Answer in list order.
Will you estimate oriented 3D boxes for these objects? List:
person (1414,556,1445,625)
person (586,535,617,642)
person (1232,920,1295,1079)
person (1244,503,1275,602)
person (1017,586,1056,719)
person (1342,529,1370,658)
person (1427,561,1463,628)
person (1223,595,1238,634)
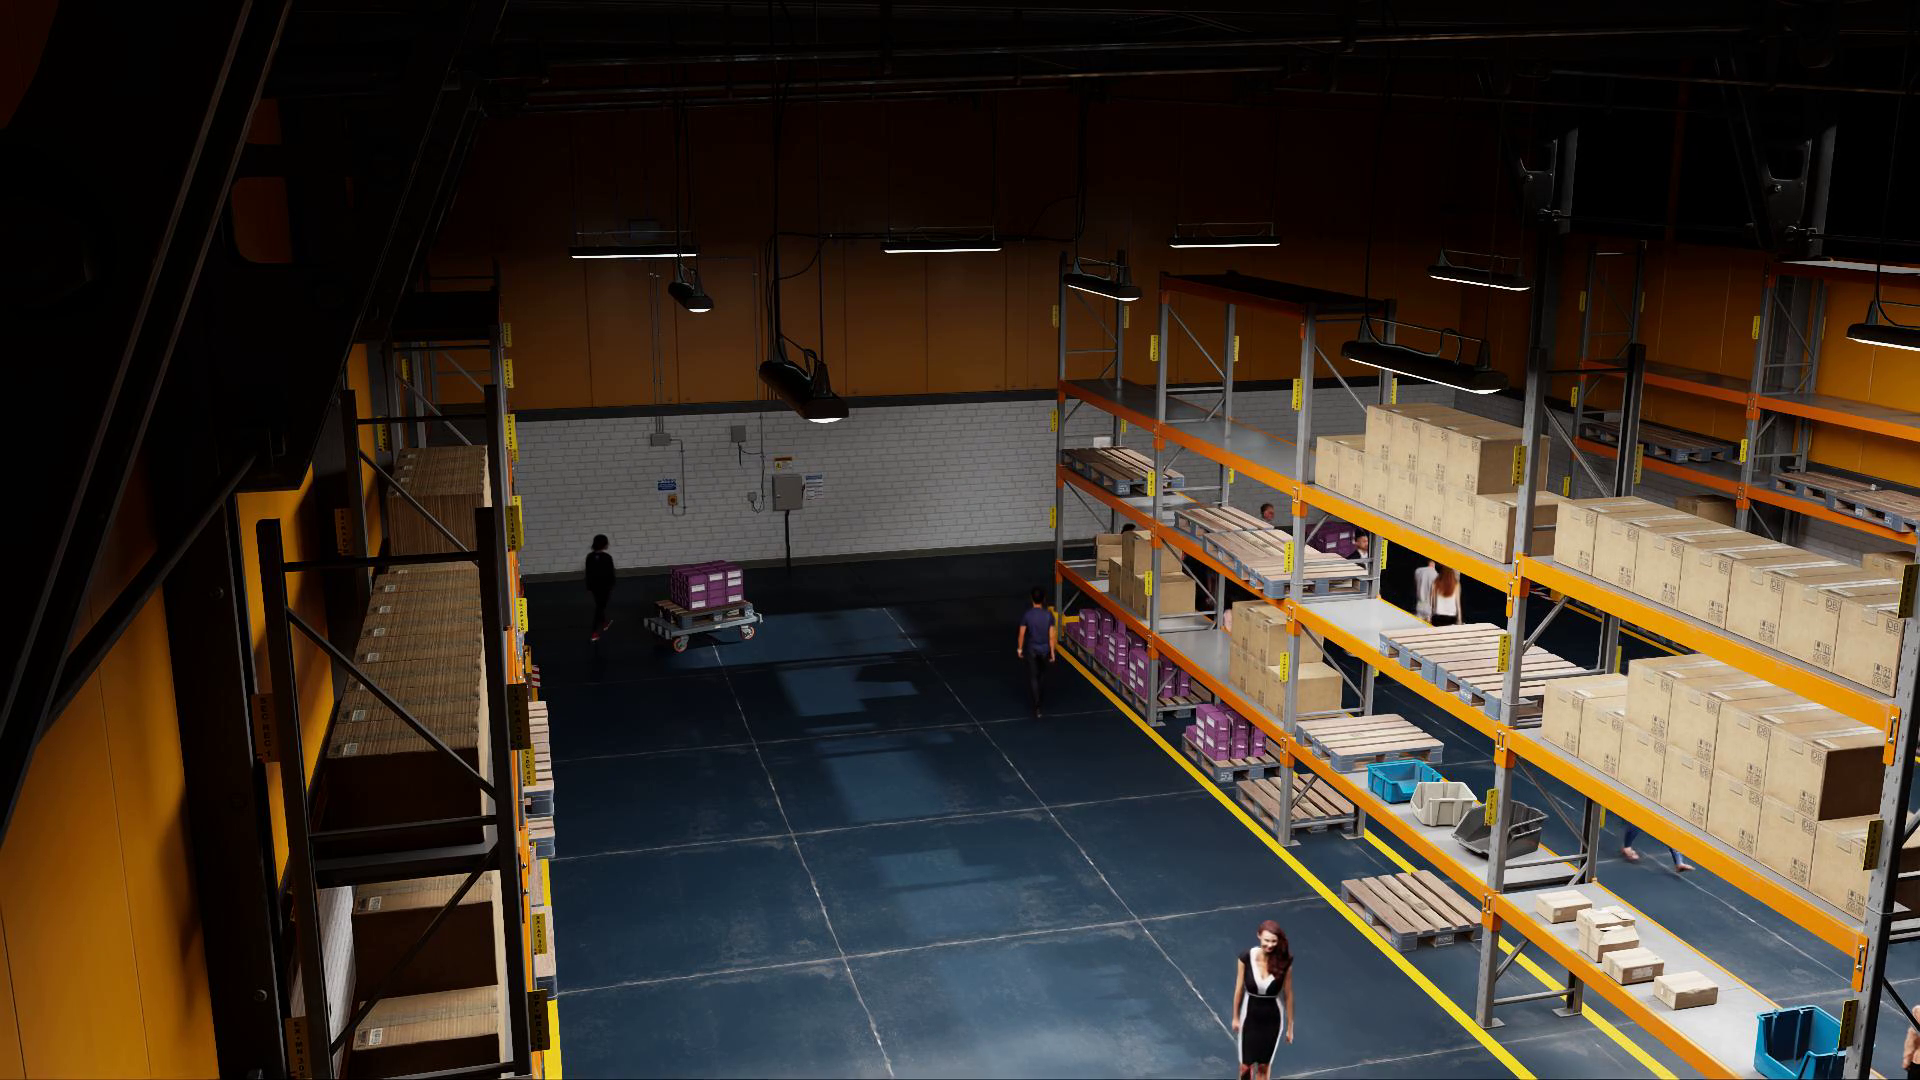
[{"bbox_3d":[6.780,1.035,24.285,1.144,1.816,1.253,-11,18,-39],"label":"person"},{"bbox_3d":[-5.583,0.776,25.768,0.956,1.622,1.176,3,14,12],"label":"person"},{"bbox_3d":[2.360,3.770,13.045,0.724,1.789,0.746,2,14,8],"label":"person"},{"bbox_3d":[4.948,0.260,27.516,1.017,1.801,0.935,12,18,40],"label":"person"},{"bbox_3d":[1.040,1.539,22.333,0.764,1.755,1.169,-1,14,-6],"label":"person"},{"bbox_3d":[6.003,0.774,25.082,0.779,1.948,0.735,-10,17,-35],"label":"person"},{"bbox_3d":[7.022,1.145,24.095,0.876,1.692,1.098,2,14,9],"label":"person"},{"bbox_3d":[3.886,1.428,23.757,0.513,1.301,0.650,-3,14,-13],"label":"person"}]
